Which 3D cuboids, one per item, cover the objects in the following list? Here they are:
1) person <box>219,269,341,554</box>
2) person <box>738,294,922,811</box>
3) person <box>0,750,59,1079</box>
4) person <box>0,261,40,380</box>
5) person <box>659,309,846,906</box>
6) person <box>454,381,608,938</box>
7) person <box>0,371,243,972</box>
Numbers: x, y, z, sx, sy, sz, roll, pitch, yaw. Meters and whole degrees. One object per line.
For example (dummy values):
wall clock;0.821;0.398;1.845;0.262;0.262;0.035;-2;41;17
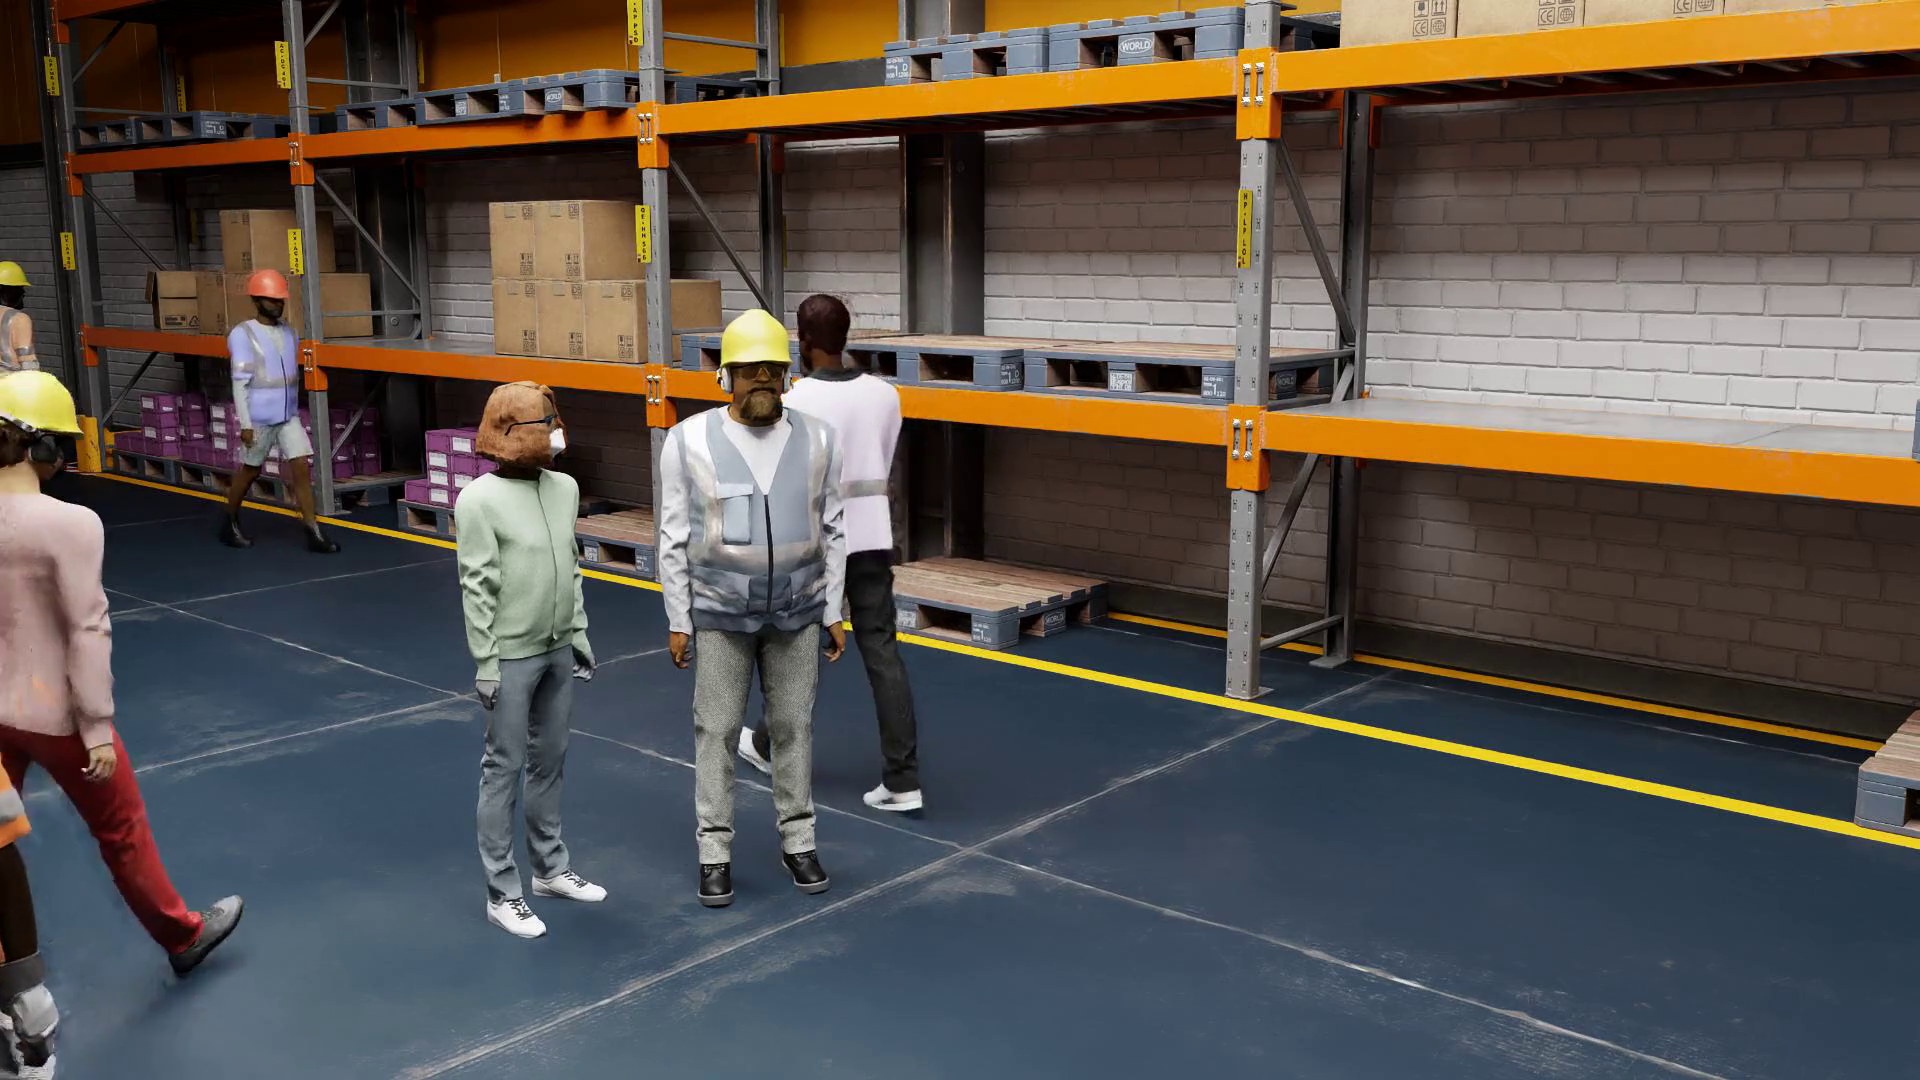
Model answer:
person;-4.629;-0.854;11.082;0.993;1.895;0.563;5;11;27
person;-0.461;0.037;6.119;0.582;1.864;1.052;-7;12;-37
person;-1.782;0.715;2.837;0.583;1.654;0.854;0;10;-1
person;-6.864;-1.048;12.068;0.591;1.926;0.387;5;11;26
person;-0.629;0.210;5.166;0.590;1.837;0.404;-3;11;-19
person;-1.280;0.344;4.975;0.283;1.636;0.500;5;11;24
person;-2.319;0.429;4.264;0.536;1.703;0.937;3;10;15
